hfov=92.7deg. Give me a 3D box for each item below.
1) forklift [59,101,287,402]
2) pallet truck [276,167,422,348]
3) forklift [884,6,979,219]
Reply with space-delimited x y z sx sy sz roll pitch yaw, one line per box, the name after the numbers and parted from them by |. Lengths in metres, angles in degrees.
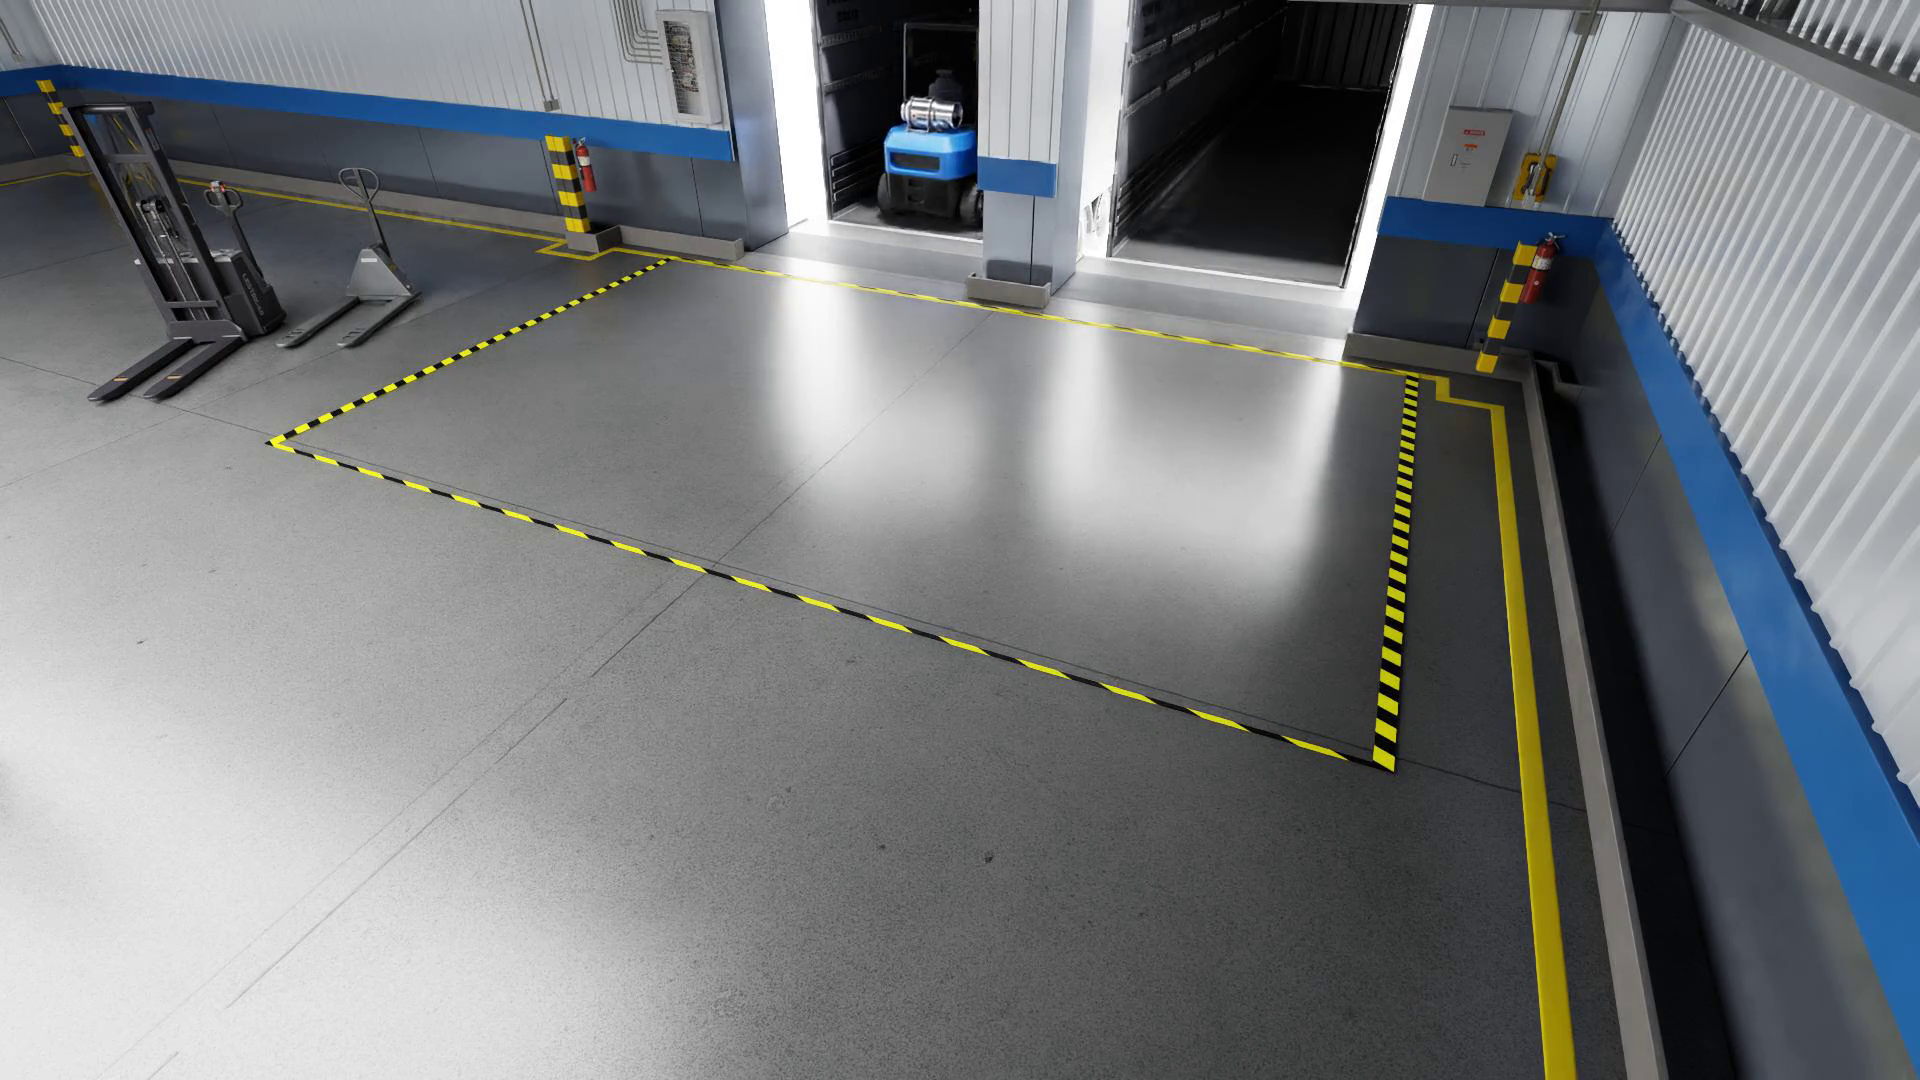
-6.686 -2.387 7.434 0.823 1.965 1.885 -3 35 -5 | forklift
-5.732 -2.611 8.414 0.680 1.201 1.601 -1 35 -1 | pallet truck
0.068 -5.389 11.410 1.157 2.036 2.680 16 38 21 | forklift
